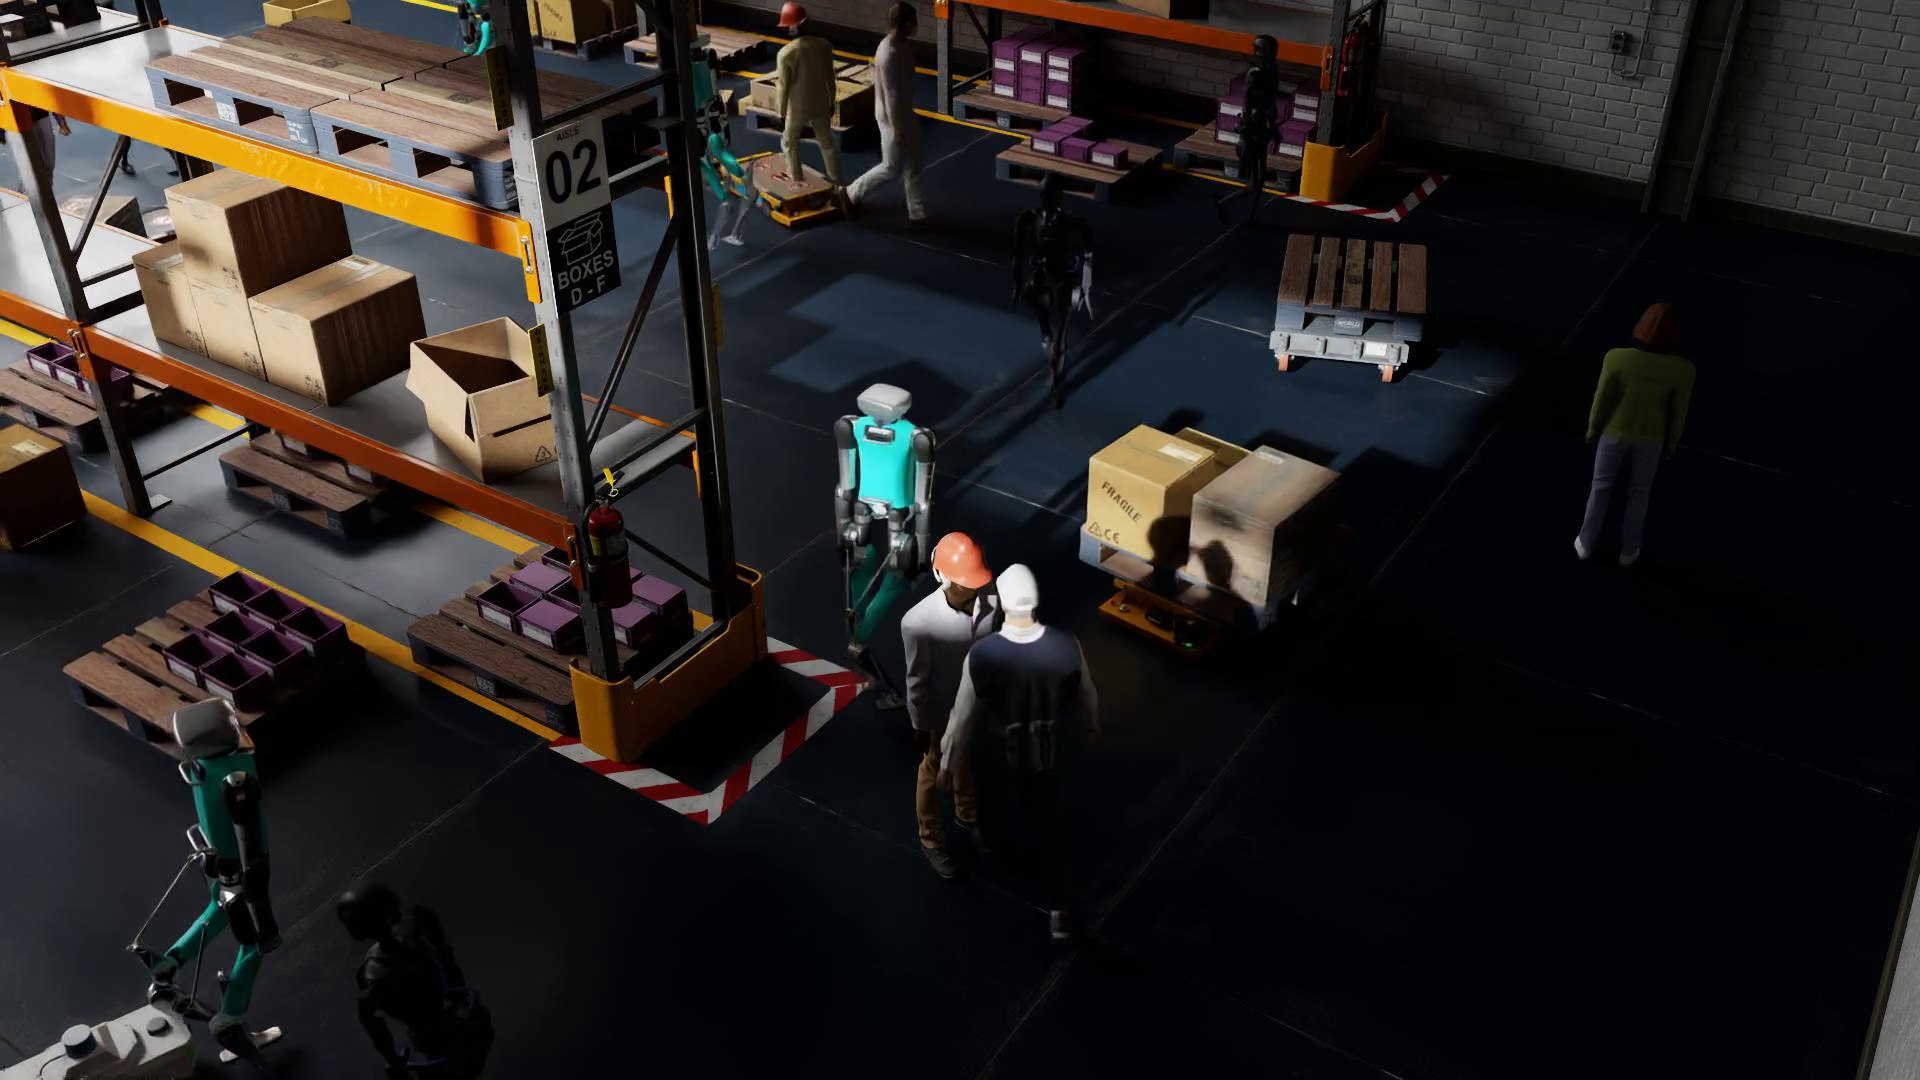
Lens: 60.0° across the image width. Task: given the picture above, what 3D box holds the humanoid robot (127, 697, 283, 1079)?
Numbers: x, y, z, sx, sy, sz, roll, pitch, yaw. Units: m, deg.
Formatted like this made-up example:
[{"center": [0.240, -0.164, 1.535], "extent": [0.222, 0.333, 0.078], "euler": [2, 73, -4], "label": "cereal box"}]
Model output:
[{"center": [-2.900, 1.481, 6.343], "extent": [0.729, 1.890, 0.548], "euler": [-23, 40, -31], "label": "humanoid robot"}]

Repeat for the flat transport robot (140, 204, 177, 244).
[{"center": [-6.721, -2.467, 13.664], "extent": [0.659, 0.231, 1.431], "euler": [27, 42, 35], "label": "flat transport robot"}]

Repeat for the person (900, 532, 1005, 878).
[{"center": [-0.003, 0.713, 7.414], "extent": [0.558, 1.751, 0.324], "euler": [-28, 42, -36], "label": "person"}]

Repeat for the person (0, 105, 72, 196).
[{"center": [-7.672, -3.482, 13.729], "extent": [0.451, 1.898, 0.579], "euler": [13, 35, 18], "label": "person"}]

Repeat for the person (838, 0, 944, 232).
[{"center": [-0.573, -3.481, 13.724], "extent": [0.830, 1.906, 0.636], "euler": [8, 34, 12], "label": "person"}]

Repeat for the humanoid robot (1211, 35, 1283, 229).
[{"center": [2.404, -3.392, 13.805], "extent": [0.480, 1.645, 0.604], "euler": [19, 38, 27], "label": "humanoid robot"}]

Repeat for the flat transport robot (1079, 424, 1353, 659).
[{"center": [1.483, 0.181, 9.595], "extent": [0.659, 0.231, 1.431], "euler": [25, 40, 33], "label": "flat transport robot"}]

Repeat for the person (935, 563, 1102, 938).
[{"center": [0.278, 0.909, 7.154], "extent": [0.775, 1.712, 0.866], "euler": [-7, 34, -11], "label": "person"}]

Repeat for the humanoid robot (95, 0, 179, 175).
[{"center": [-7.414, -4.045, 14.830], "extent": [0.769, 1.625, 0.587], "euler": [11, 35, 16], "label": "humanoid robot"}]

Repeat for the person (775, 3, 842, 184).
[{"center": [-1.319, -3.710, 14.247], "extent": [0.653, 1.721, 0.542], "euler": [-26, 41, -34], "label": "person"}]

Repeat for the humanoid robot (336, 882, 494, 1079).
[{"center": [-1.797, 1.808, 5.822], "extent": [0.452, 1.637, 0.610], "euler": [3, 33, 5], "label": "humanoid robot"}]

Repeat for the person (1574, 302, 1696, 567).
[{"center": [3.852, -0.593, 9.531], "extent": [0.506, 1.630, 0.266], "euler": [12, 35, 17], "label": "person"}]

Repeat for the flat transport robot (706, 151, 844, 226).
[{"center": [-1.608, -3.125, 14.677], "extent": [0.659, 0.231, 1.431], "euler": [-22, 39, -30], "label": "flat transport robot"}]

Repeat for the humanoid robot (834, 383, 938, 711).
[{"center": [-0.454, 0.163, 8.276], "extent": [0.539, 1.771, 0.804], "euler": [12, 35, 18], "label": "humanoid robot"}]

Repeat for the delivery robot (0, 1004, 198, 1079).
[{"center": [-3.305, 2.094, 6.382], "extent": [0.774, 0.583, 0.499], "euler": [-23, 39, -31], "label": "delivery robot"}]

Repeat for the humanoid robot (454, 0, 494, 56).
[{"center": [-4.816, -4.971, 16.260], "extent": [0.815, 1.876, 0.545], "euler": [20, 38, 27], "label": "humanoid robot"}]

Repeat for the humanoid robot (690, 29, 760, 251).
[{"center": [-1.907, -3.185, 13.430], "extent": [0.751, 1.786, 0.569], "euler": [17, 37, 24], "label": "humanoid robot"}]

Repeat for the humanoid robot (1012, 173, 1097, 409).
[{"center": [0.631, -1.706, 11.218], "extent": [0.608, 1.627, 0.638], "euler": [8, 34, 12], "label": "humanoid robot"}]
